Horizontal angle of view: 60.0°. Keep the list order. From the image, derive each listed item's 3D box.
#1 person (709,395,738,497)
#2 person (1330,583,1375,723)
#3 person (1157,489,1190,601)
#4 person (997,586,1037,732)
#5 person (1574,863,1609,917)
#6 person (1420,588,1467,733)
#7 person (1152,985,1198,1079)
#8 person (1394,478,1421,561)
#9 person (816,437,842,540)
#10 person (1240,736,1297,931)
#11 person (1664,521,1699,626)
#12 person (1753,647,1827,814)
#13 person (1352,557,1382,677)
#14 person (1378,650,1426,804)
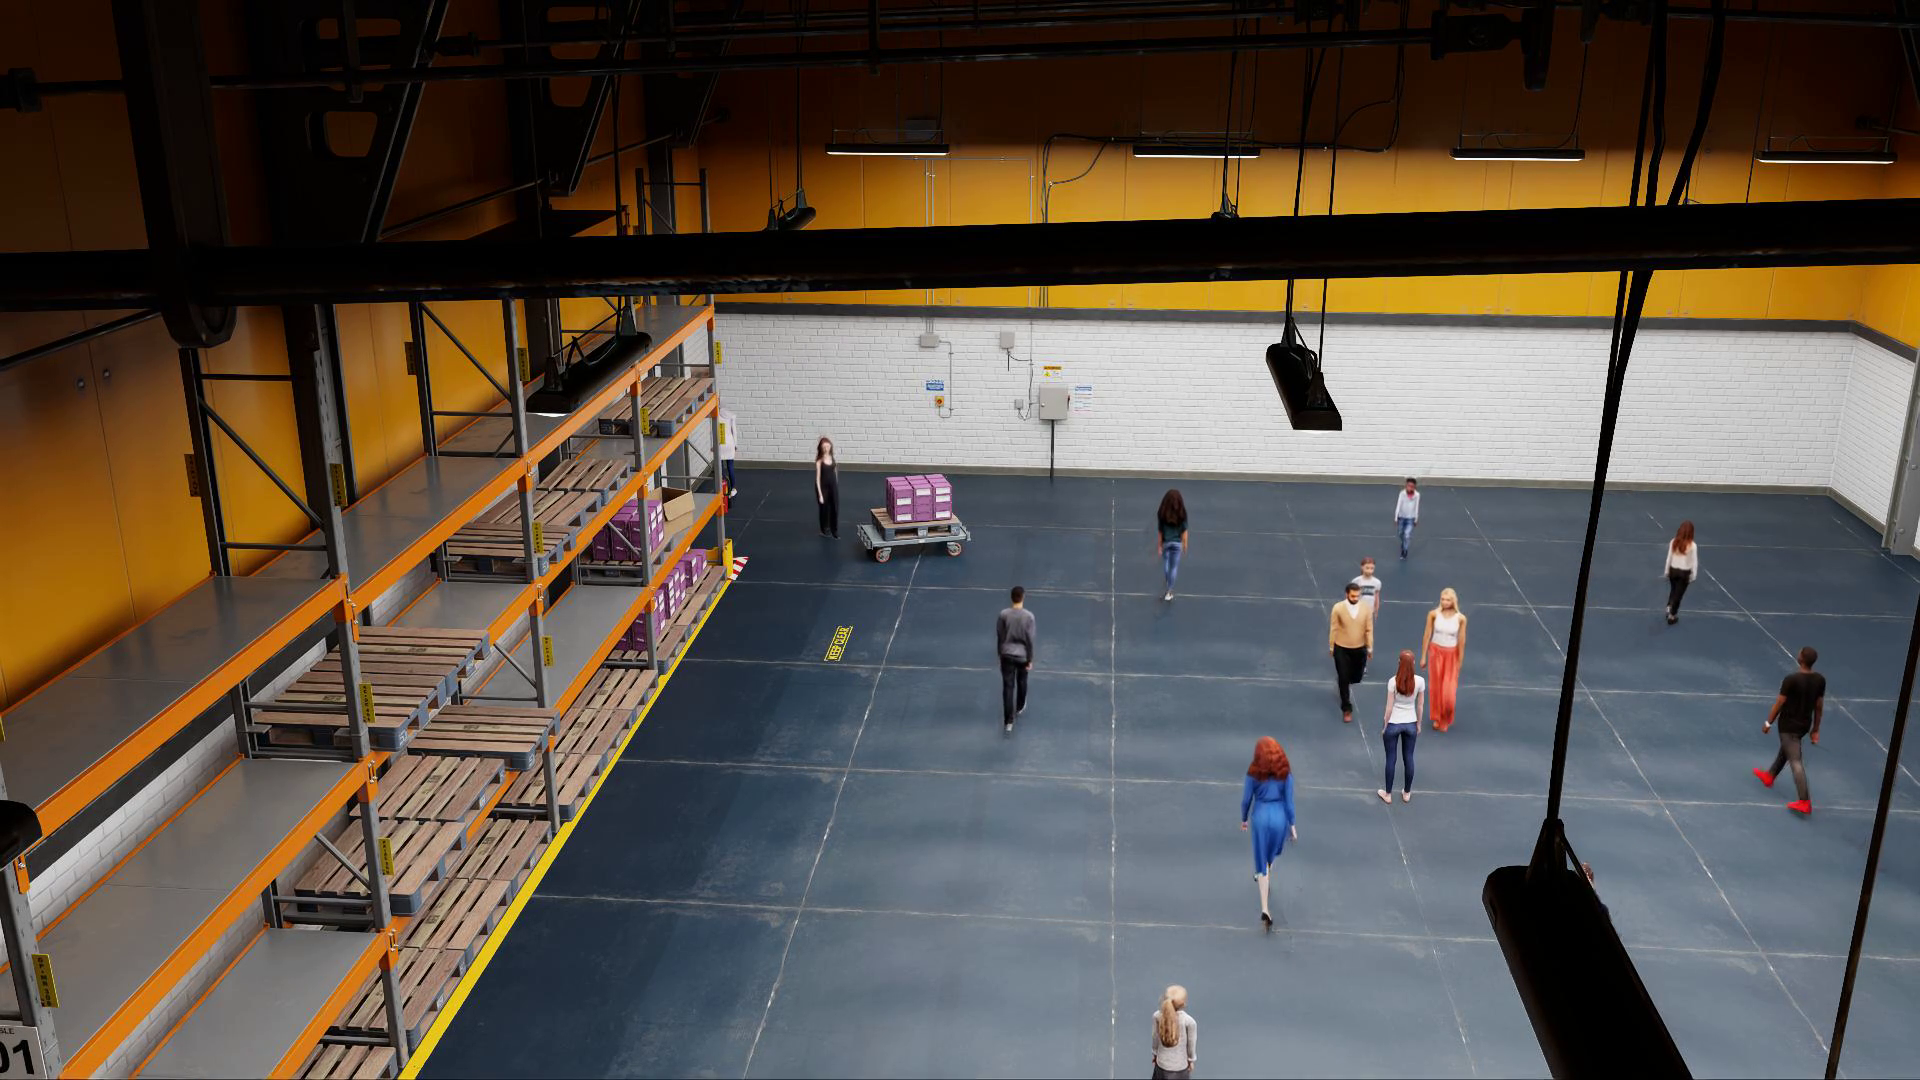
[{"bbox_3d":[-4.070,-1.622,28.636,0.678,1.775,0.643,-4,19,-12],"label":"person"},{"bbox_3d":[4.695,1.289,20.060,0.709,1.731,1.038,0,19,-1],"label":"person"},{"bbox_3d":[3.042,0.097,23.848,0.743,1.573,1.151,5,19,15],"label":"person"},{"bbox_3d":[0.632,1.424,19.672,0.605,1.723,1.107,2,19,6],"label":"person"},{"bbox_3d":[5.118,3.437,13.839,0.964,1.632,1.198,11,22,30],"label":"person"},{"bbox_3d":[5.731,1.381,19.701,0.773,1.786,0.902,8,20,22],"label":"person"},{"bbox_3d":[1.634,3.980,12.784,0.556,1.275,0.583,6,20,19],"label":"person"},{"bbox_3d":[6.925,-0.365,25.739,0.675,1.243,0.906,9,20,24],"label":"person"},{"bbox_3d":[-2.131,-0.829,26.399,0.816,1.700,0.881,-17,25,-40],"label":"person"},{"bbox_3d":[2.895,2.788,15.567,0.673,1.759,1.115,3,19,9],"label":"person"},{"bbox_3d":[9.882,0.473,22.887,0.702,1.475,0.644,-16,24,-39],"label":"person"},{"bbox_3d":[8.968,2.057,17.747,0.936,1.754,1.294,-5,19,-14],"label":"person"},{"bbox_3d":[5.166,0.933,21.405,0.536,1.549,0.857,2,19,5],"label":"person"},{"bbox_3d":[4.757,2.005,17.923,0.596,1.739,0.564,-1,19,-2],"label":"person"}]
